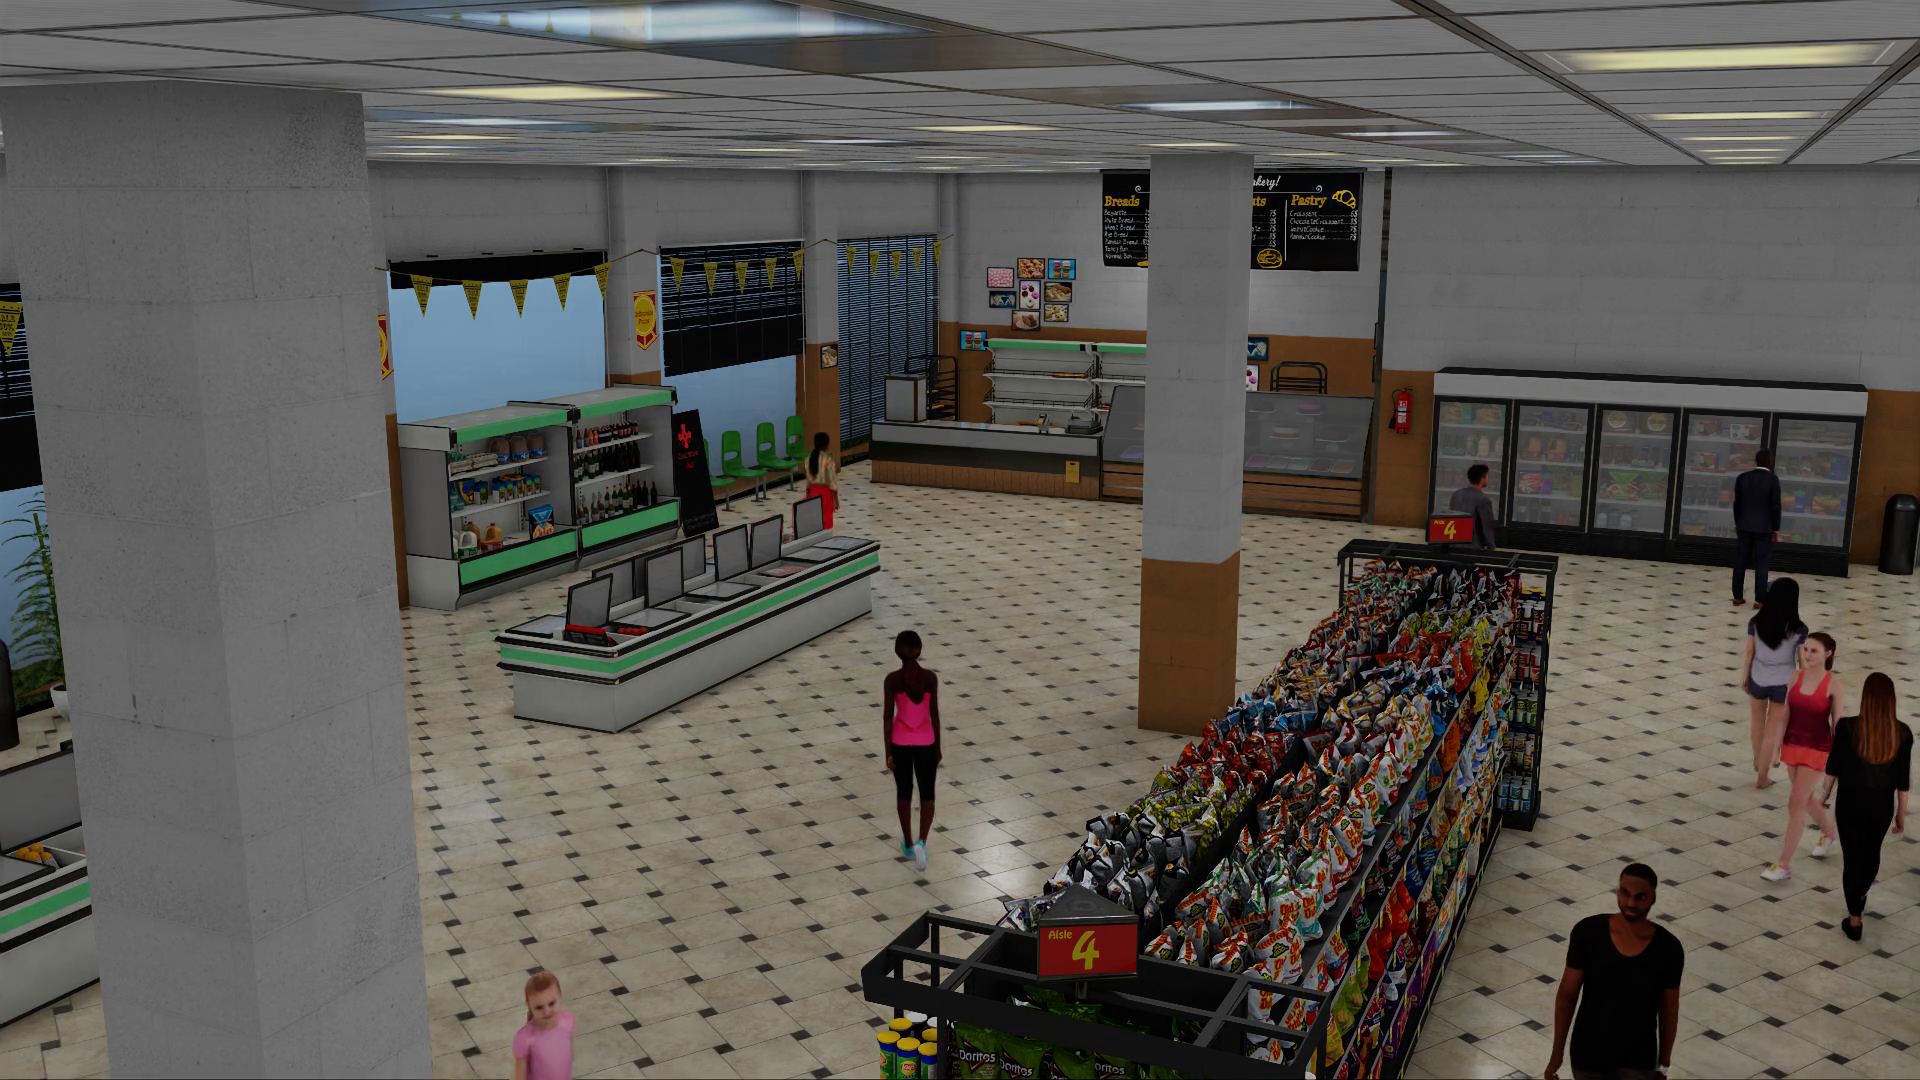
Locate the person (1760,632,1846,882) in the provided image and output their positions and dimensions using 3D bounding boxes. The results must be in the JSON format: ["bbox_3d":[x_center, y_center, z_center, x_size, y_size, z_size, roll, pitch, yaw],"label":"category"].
[{"bbox_3d":[5.936,1.481,11.556,1.201,1.713,1.017,-7,14,-29],"label":"person"}]

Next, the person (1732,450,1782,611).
[{"bbox_3d":[9.075,-0.132,18.945,0.787,1.824,0.785,-8,14,-34],"label":"person"}]

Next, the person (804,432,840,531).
[{"bbox_3d":[-1.756,-0.425,20.439,0.611,1.782,0.683,7,14,30],"label":"person"}]

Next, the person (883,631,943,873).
[{"bbox_3d":[-0.319,1.486,11.553,0.824,1.703,1.061,0,12,-1],"label":"person"}]

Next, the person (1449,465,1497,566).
[{"bbox_3d":[5.322,0.143,17.620,1.224,1.833,1.116,-6,13,-27],"label":"person"}]

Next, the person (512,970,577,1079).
[{"bbox_3d":[-1.925,2.538,7.685,0.860,1.239,0.787,-10,16,-40],"label":"person"}]

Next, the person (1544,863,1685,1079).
[{"bbox_3d":[2.979,2.292,7.566,0.728,1.769,1.226,7,14,29],"label":"person"}]

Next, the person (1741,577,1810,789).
[{"bbox_3d":[6.420,1.148,13.195,0.730,1.688,0.877,10,15,39],"label":"person"}]

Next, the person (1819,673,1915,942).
[{"bbox_3d":[5.735,1.711,10.524,0.665,1.688,0.948,4,13,18],"label":"person"}]
